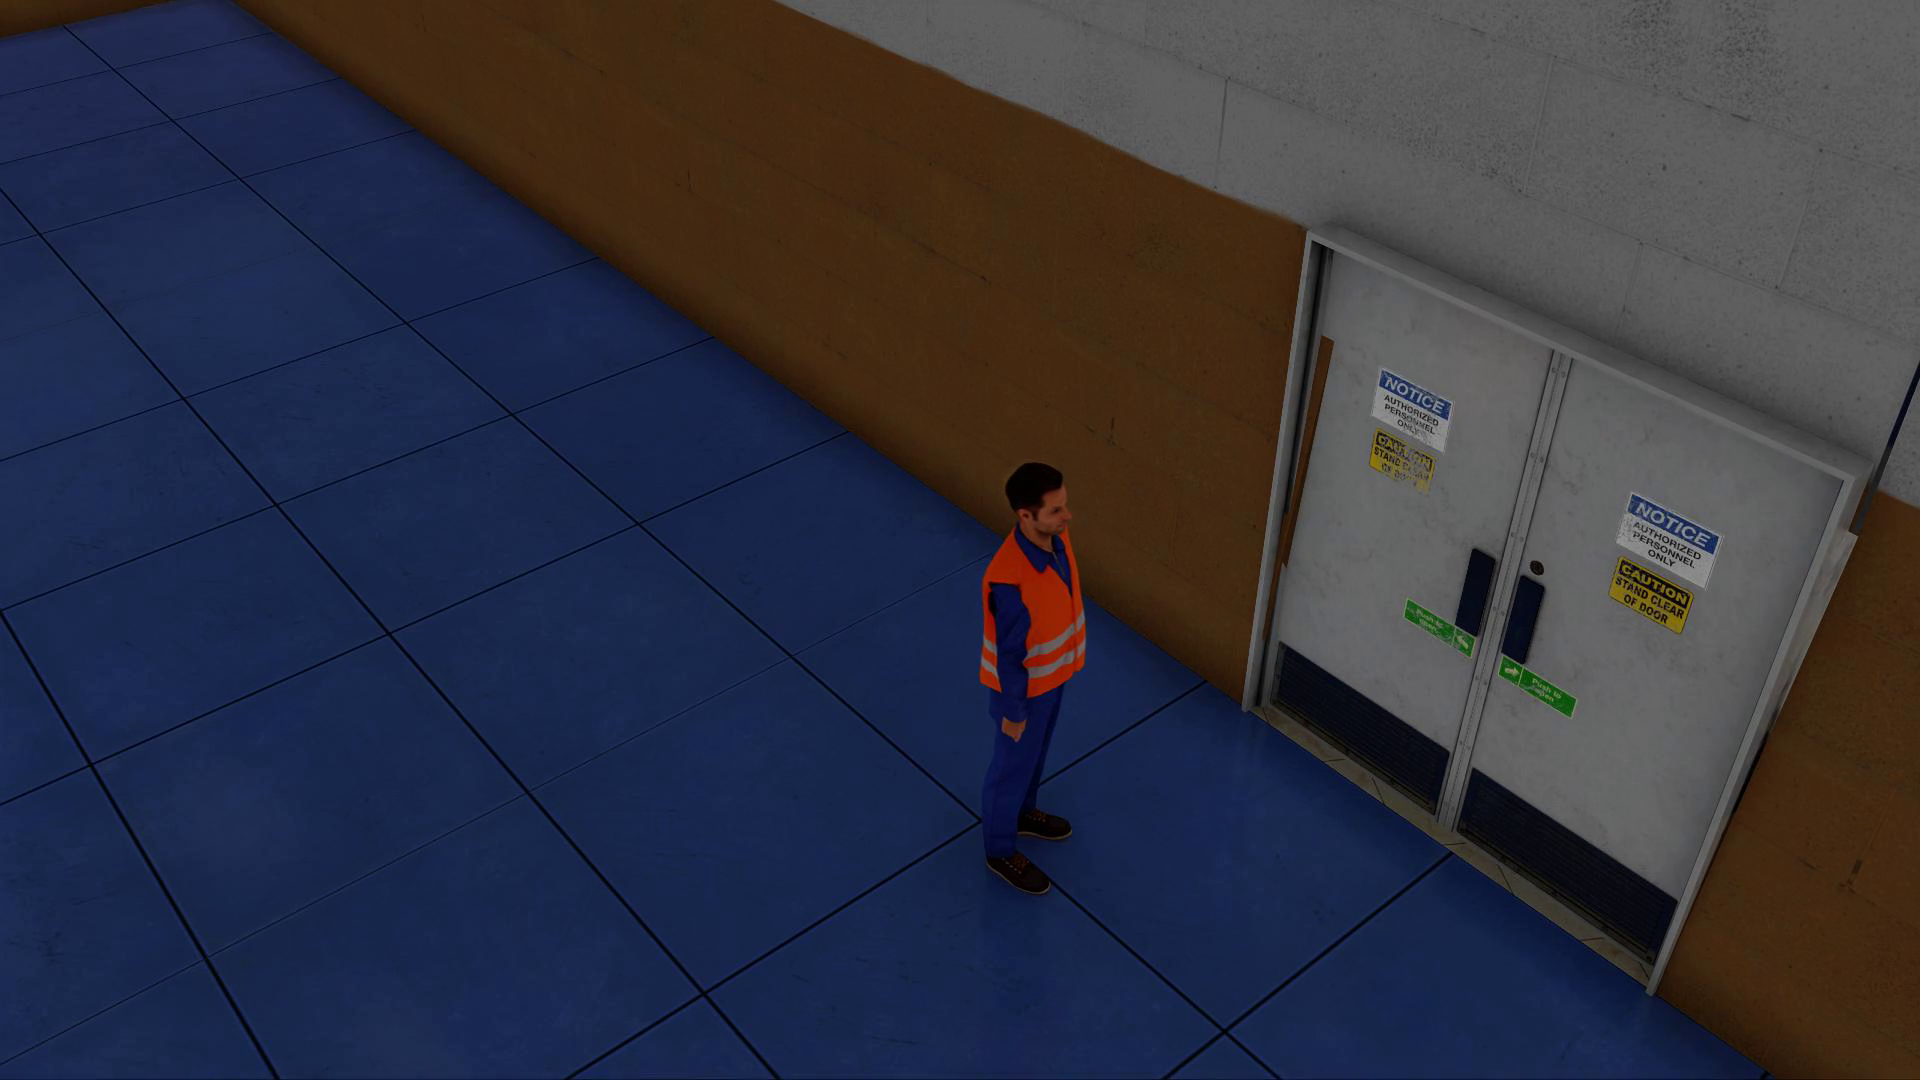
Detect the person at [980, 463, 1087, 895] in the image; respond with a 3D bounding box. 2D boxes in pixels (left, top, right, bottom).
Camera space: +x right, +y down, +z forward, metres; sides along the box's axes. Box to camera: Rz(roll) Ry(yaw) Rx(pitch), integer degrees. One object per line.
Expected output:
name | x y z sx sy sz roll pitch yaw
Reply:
person | 0.255 0.488 6.071 0.855 1.863 0.728 13 39 17
